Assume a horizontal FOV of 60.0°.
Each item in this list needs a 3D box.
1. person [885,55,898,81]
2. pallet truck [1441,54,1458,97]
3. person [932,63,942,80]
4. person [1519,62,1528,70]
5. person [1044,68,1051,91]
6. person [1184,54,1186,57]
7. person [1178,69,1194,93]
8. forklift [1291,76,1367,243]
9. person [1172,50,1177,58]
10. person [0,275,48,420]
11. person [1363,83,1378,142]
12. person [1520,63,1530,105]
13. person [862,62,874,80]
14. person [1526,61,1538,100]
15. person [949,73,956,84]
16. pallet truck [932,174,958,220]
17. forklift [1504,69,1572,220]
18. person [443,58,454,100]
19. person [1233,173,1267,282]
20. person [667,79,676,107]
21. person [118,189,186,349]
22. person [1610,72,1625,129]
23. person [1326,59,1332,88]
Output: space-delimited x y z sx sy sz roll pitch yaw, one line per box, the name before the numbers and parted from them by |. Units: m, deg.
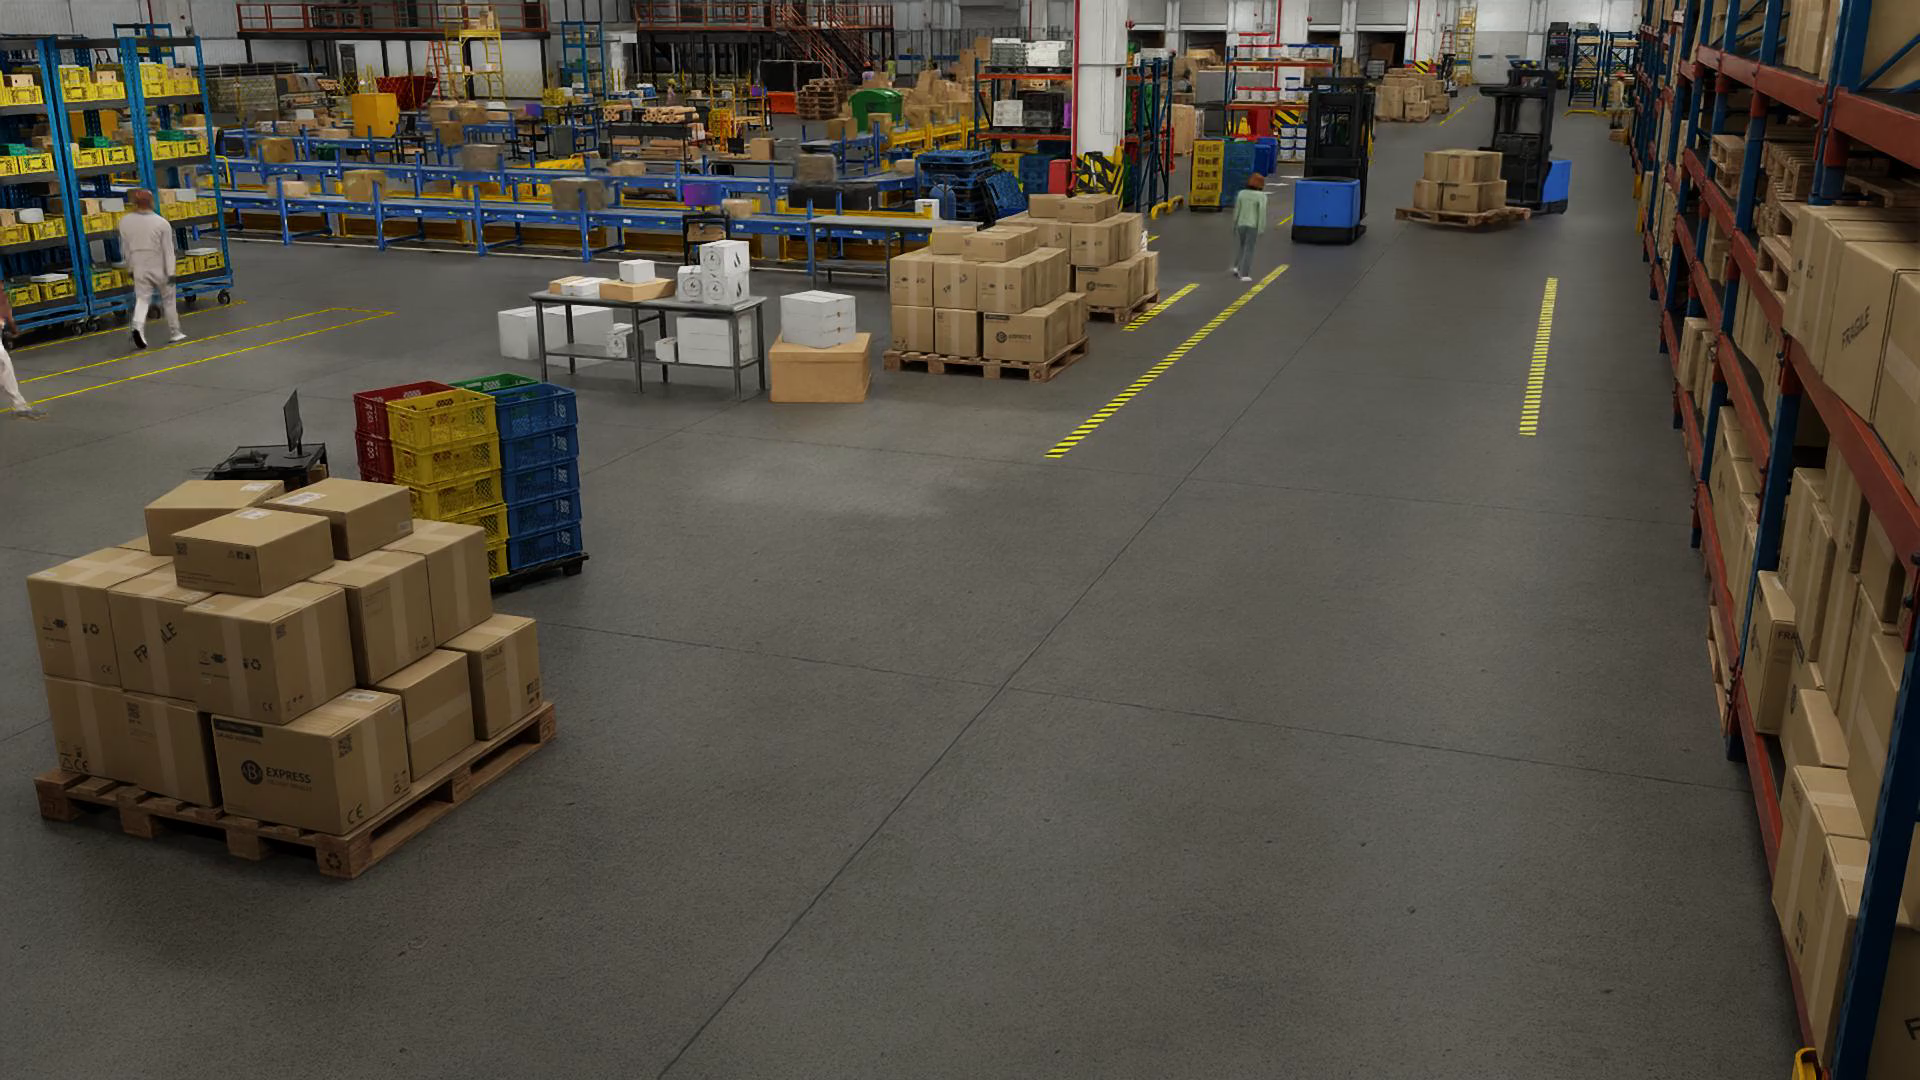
person | -3.418 -23.093 82.456 0.635 1.821 0.776 2 18 5
pallet truck | 22.765 -21.886 78.355 0.823 1.965 1.885 -4 18 -14
person | -1.008 -18.851 69.057 0.573 1.850 0.450 -7 19 -21
person | 26.345 -21.563 77.903 0.533 1.653 0.862 12 21 34
person | 4.311 -23.659 84.022 0.629 1.940 0.379 -4 18 -13
person | 11.115 -23.027 82.111 0.867 1.893 0.604 3 18 8
person | 7.852 -15.215 57.327 0.915 2.000 0.709 10 20 30
forklift | 6.598 -6.755 29.381 1.129 2.768 1.873 6 19 19
person | 11.579 -25.436 89.679 0.564 1.888 0.963 -13 22 -35
person | -9.662 -2.146 16.404 0.988 1.960 0.617 1 18 3
person | 12.706 -13.267 51.603 0.585 1.800 0.856 -11 21 -30
person | 24.371 -19.732 71.996 0.538 1.747 0.639 13 22 36
person | -3.548 -17.359 64.057 0.372 2.044 0.607 16 23 40
person | 25.964 -20.841 75.500 0.328 1.733 0.521 -4 18 -14
person | -0.173 -15.329 58.003 0.782 1.841 0.549 -9 20 -27
pallet truck | -0.507 -5.292 27.348 0.653 1.274 1.630 6 19 19
forklift | 11.139 -7.792 32.638 1.873 2.768 1.129 -15 23 -39
person | -23.257 -20.895 75.444 0.426 1.869 0.621 5 18 15
person | 4.340 -4.686 24.938 0.525 1.605 0.388 15 23 40
person | -9.579 -14.432 55.327 0.337 1.759 0.525 -1 18 -4
person | -9.778 -3.271 20.056 0.640 1.882 0.839 -1 18 -2
person | 22.689 -15.096 57.201 0.636 1.891 0.612 -6 18 -17
person | 16.472 -20.469 74.031 0.376 1.924 0.597 -5 18 -15
